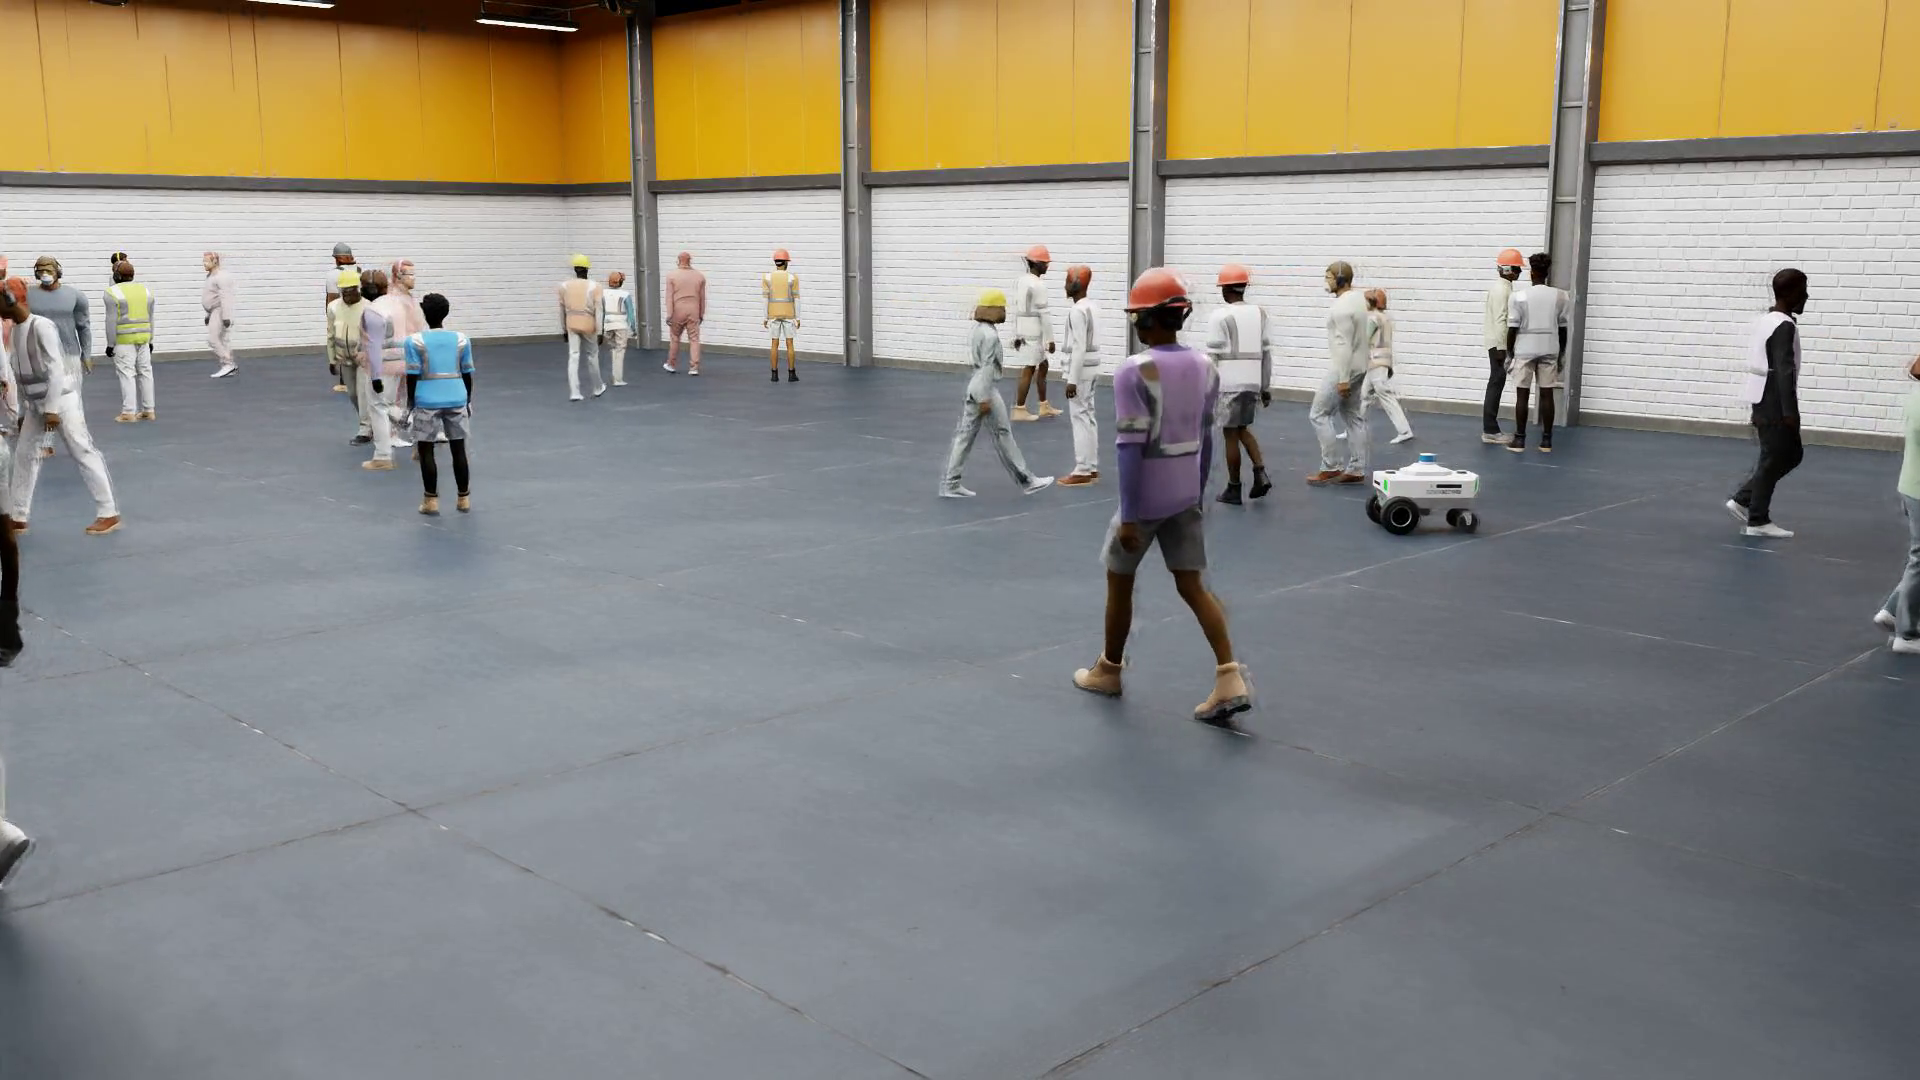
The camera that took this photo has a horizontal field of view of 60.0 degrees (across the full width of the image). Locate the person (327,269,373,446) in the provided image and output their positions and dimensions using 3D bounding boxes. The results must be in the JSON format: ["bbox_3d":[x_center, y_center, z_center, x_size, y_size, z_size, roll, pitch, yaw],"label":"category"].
[{"bbox_3d":[-6.170,-1.897,17.155,0.604,1.803,0.790,1,10,7],"label":"person"}]

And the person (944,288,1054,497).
[{"bbox_3d":[0.295,-1.187,13.524,0.917,1.693,0.502,-3,11,-15],"label":"person"}]

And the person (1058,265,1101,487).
[{"bbox_3d":[1.024,-1.394,14.172,0.337,1.882,0.583,3,11,16],"label":"person"}]

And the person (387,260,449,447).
[{"bbox_3d":[-5.478,-1.861,16.742,0.844,1.874,0.646,-1,10,-3],"label":"person"}]

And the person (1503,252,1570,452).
[{"bbox_3d":[5.674,-1.841,16.387,0.611,1.964,0.362,1,10,3],"label":"person"}]

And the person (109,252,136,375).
[{"bbox_3d":[-12.810,-3.452,25.440,0.333,1.870,0.515,-7,13,-34],"label":"person"}]

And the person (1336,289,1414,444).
[{"bbox_3d":[4.318,-1.782,17.128,0.871,1.597,0.532,6,12,31],"label":"person"}]

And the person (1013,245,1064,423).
[{"bbox_3d":[0.952,-2.348,19.000,0.827,2.015,0.643,-4,11,-20],"label":"person"}]

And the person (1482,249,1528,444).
[{"bbox_3d":[5.605,-1.998,17.169,0.393,1.991,0.626,3,11,18],"label":"person"}]

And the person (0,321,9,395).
[{"bbox_3d":[-8.968,-1.516,15.118,0.945,1.787,0.590,6,12,29],"label":"person"}]

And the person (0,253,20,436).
[{"bbox_3d":[-10.058,-2.058,17.593,0.921,1.954,0.648,0,10,2],"label":"person"}]

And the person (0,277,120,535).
[{"bbox_3d":[-6.494,-0.928,11.765,0.635,1.829,0.832,8,13,36],"label":"person"}]

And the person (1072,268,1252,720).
[{"bbox_3d":[0.930,-0.202,7.385,0.625,2.000,1.042,-8,13,-36],"label":"person"}]

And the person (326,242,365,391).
[{"bbox_3d":[-8.446,-3.066,22.860,0.536,2.000,0.688,6,12,29],"label":"person"}]

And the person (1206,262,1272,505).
[{"bbox_3d":[2.193,-1.234,13.209,0.559,1.917,0.476,-6,12,-31],"label":"person"}]

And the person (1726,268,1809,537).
[{"bbox_3d":[5.765,-0.955,11.724,0.445,1.903,0.593,4,11,23],"label":"person"}]

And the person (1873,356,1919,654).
[{"bbox_3d":[4.938,-0.207,8.422,0.336,1.622,0.512,4,11,21],"label":"person"}]

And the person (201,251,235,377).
[{"bbox_3d":[-11.183,-3.377,24.988,0.432,1.893,0.645,-7,12,-33],"label":"person"}]

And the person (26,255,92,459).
[{"bbox_3d":[-8.652,-1.745,15.937,0.629,1.940,0.376,-4,11,-22],"label":"person"}]

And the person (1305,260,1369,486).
[{"bbox_3d":[3.205,-1.407,14.141,0.619,1.916,0.642,5,12,27],"label":"person"}]

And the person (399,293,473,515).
[{"bbox_3d":[-3.994,-1.036,12.745,0.576,1.692,0.325,-8,13,-38],"label":"person"}]

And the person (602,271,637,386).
[{"bbox_3d":[-4.826,-2.999,23.640,0.538,1.619,0.568,4,11,21],"label":"person"}]

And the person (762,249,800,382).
[{"bbox_3d":[-2.601,-3.277,24.300,0.553,1.934,0.355,0,10,2],"label":"person"}]

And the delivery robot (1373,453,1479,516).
[{"bbox_3d":[3.370,-0.385,12.040,0.707,0.478,0.477,0,10,0],"label":"delivery robot"}]

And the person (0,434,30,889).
[{"bbox_3d":[-3.190,0.259,5.249,0.479,1.853,0.540,5,12,25],"label":"person"}]

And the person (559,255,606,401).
[{"bbox_3d":[-4.913,-2.764,21.663,0.610,1.870,0.978,1,10,6],"label":"person"}]

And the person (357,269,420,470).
[{"bbox_3d":[-5.194,-1.539,15.114,0.535,1.828,0.636,1,10,6],"label":"person"}]

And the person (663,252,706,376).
[{"bbox_3d":[-4.261,-3.474,25.564,0.659,1.860,0.942,-5,12,-27],"label":"person"}]

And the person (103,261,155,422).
[{"bbox_3d":[-9.523,-2.266,19.072,0.429,1.845,0.640,5,11,24],"label":"person"}]
